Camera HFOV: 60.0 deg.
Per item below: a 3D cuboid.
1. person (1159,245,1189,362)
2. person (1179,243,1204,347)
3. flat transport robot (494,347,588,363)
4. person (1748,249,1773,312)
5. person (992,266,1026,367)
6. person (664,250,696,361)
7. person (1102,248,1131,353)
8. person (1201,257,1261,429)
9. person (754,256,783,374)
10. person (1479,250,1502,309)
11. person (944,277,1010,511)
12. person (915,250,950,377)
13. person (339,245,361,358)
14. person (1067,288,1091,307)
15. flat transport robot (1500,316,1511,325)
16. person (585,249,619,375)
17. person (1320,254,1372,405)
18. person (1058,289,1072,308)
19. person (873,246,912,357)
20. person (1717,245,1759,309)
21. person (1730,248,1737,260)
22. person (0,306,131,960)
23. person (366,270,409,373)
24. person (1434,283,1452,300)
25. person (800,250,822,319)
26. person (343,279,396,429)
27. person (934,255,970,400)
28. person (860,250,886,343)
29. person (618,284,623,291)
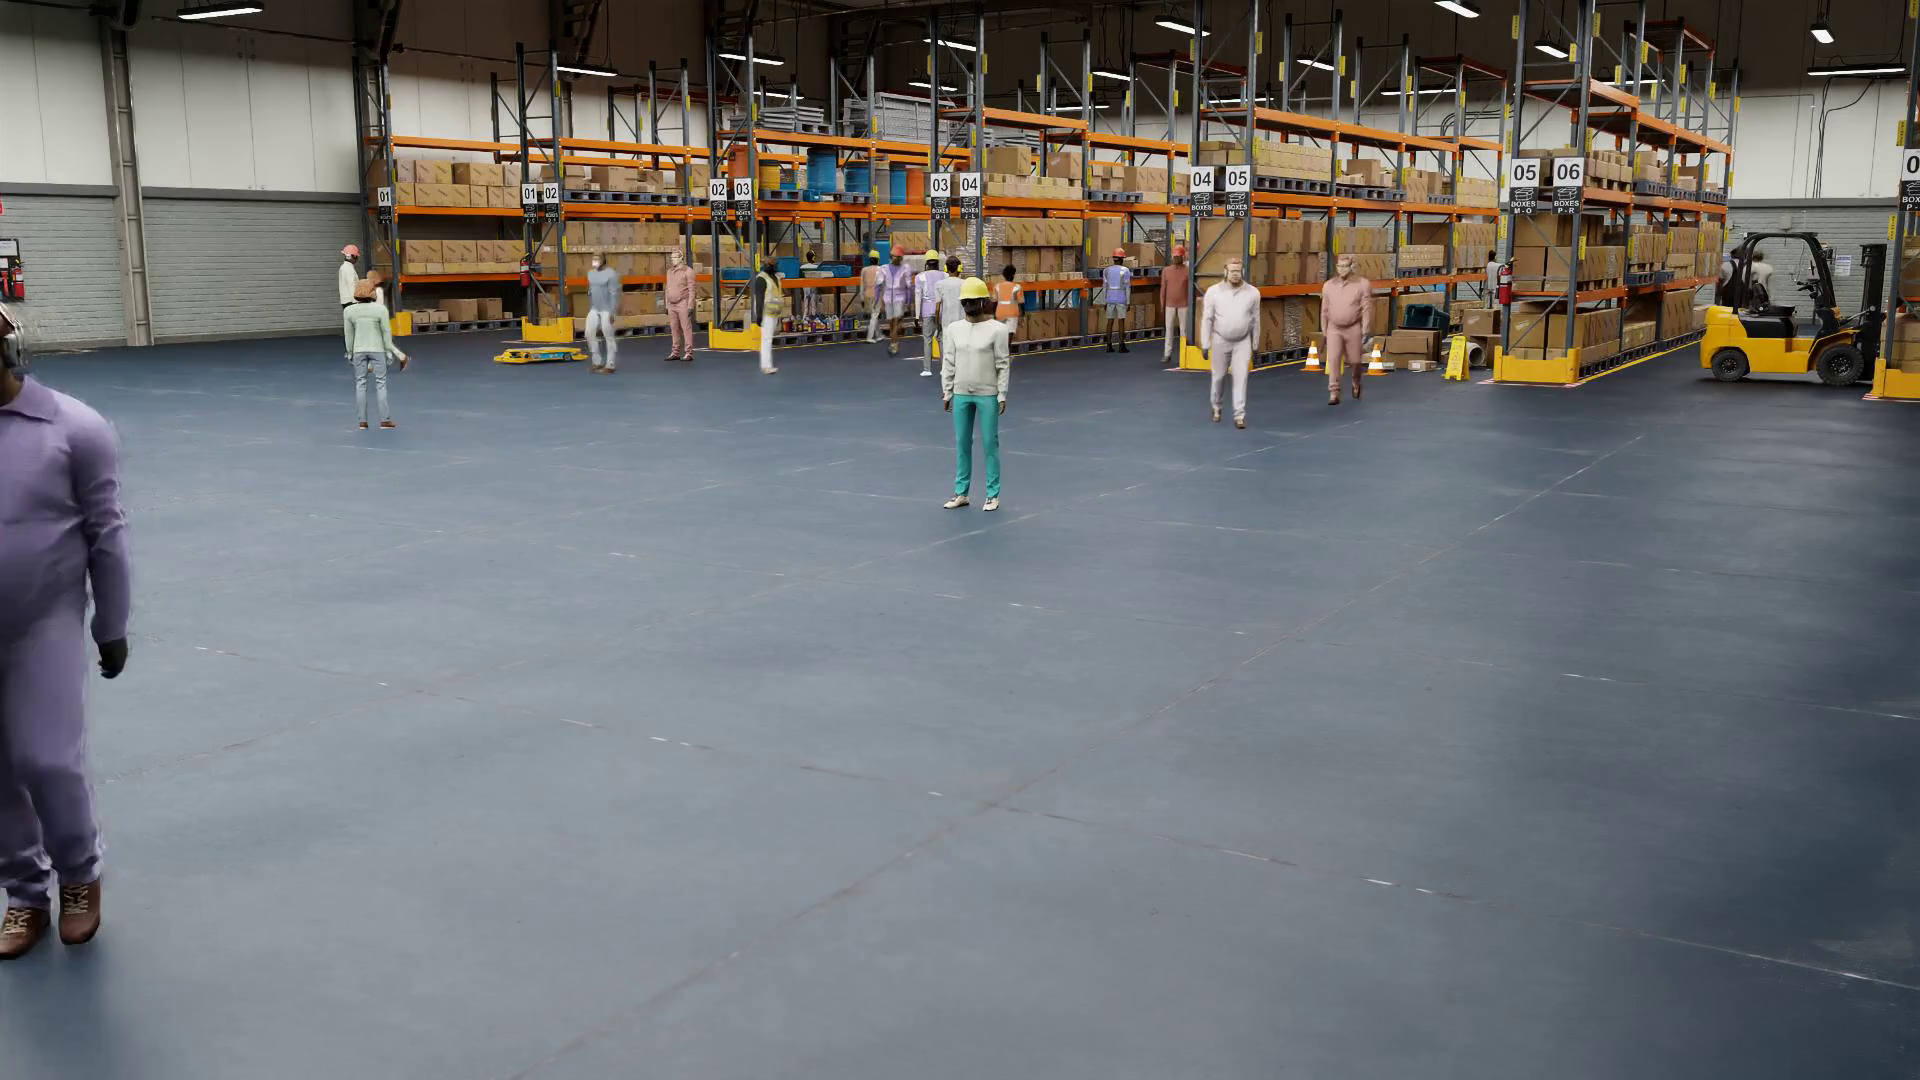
[{"bbox_3d":[3.688,-4.007,28.261,0.622,1.992,0.396,4,11,19],"label":"person"},{"bbox_3d":[4.537,-4.737,32.241,0.605,2.035,0.385,7,12,33],"label":"person"},{"bbox_3d":[-7.151,-3.170,28.400,1.431,0.197,0.652,-10,14,-43],"label":"flat transport robot"},{"bbox_3d":[16.185,-4.951,33.827,0.629,1.907,0.986,2,10,14],"label":"person"},{"bbox_3d":[0.816,-3.663,27.292,0.551,1.642,0.879,4,11,23],"label":"person"},{"bbox_3d":[-4.843,-4.029,28.634,0.643,1.908,0.406,7,12,33],"label":"person"},{"bbox_3d":[2.915,-4.432,30.810,0.550,1.933,0.374,6,12,29],"label":"person"},{"bbox_3d":[3.014,-2.207,18.532,0.658,1.873,0.924,1,10,5],"label":"person"},{"bbox_3d":[-2.962,-3.490,25.894,0.498,1.823,0.665,4,11,21],"label":"person"},{"bbox_3d":[12.535,-5.911,39.317,0.510,1.860,0.334,3,10,14],"label":"person"},{"bbox_3d":[0.113,-1.099,12.616,0.533,1.768,0.311,5,11,25],"label":"person"},{"bbox_3d":[-0.415,-3.446,25.318,0.591,1.923,0.381,-3,11,-18],"label":"person"},{"bbox_3d":[-10.746,-4.204,29.390,0.391,1.985,0.610,-7,12,-32],"label":"person"},{"bbox_3d":[2.840,-5.941,39.563,0.577,1.832,0.405,-1,10,-4],"label":"person"},{"bbox_3d":[13.366,-5.389,40.828,0.652,0.197,1.431,6,12,30],"label":"flat transport robot"},{"bbox_3d":[-5.546,-3.486,25.543,0.662,1.920,0.627,7,12,33],"label":"person"},{"bbox_3d":[4.872,-2.665,21.033,0.652,1.888,0.725,4,11,22],"label":"person"},{"bbox_3d":[2.635,-6.093,40.394,0.622,1.838,0.429,8,13,38],"label":"person"},{"bbox_3d":[-1.201,-4.287,29.882,0.645,1.968,1.097,2,10,12],"label":"person"},{"bbox_3d":[15.120,-4.751,32.302,0.701,2.000,0.724,7,12,35],"label":"person"},{"bbox_3d":[15.999,-5.038,34.250,0.953,1.929,0.602,-8,13,-39],"label":"person"},{"bbox_3d":[-2.706,0.258,4.661,0.657,1.888,0.445,-2,10,-10],"label":"person"},{"bbox_3d":[-9.052,-3.409,25.995,0.704,1.612,0.504,-7,12,-35],"label":"person"},{"bbox_3d":[12.050,-6.211,41.477,0.541,1.687,0.424,10,14,43],"label":"person"},{"bbox_3d":[-3.241,-5.352,36.149,0.526,1.869,0.315,5,11,27],"label":"person"},{"bbox_3d":[-6.451,-2.026,18.172,0.498,1.634,0.279,0,10,-3],"label":"person"},{"bbox_3d":[-0.082,-2.740,21.547,0.520,1.861,0.328,1,10,5],"label":"person"},{"bbox_3d":[-1.715,-4.944,33.850,0.598,1.879,0.957,6,12,30],"label":"person"},{"bbox_3d":[-7.926,-5.700,37.984,0.550,1.912,0.749,6,12,32],"label":"person"}]
